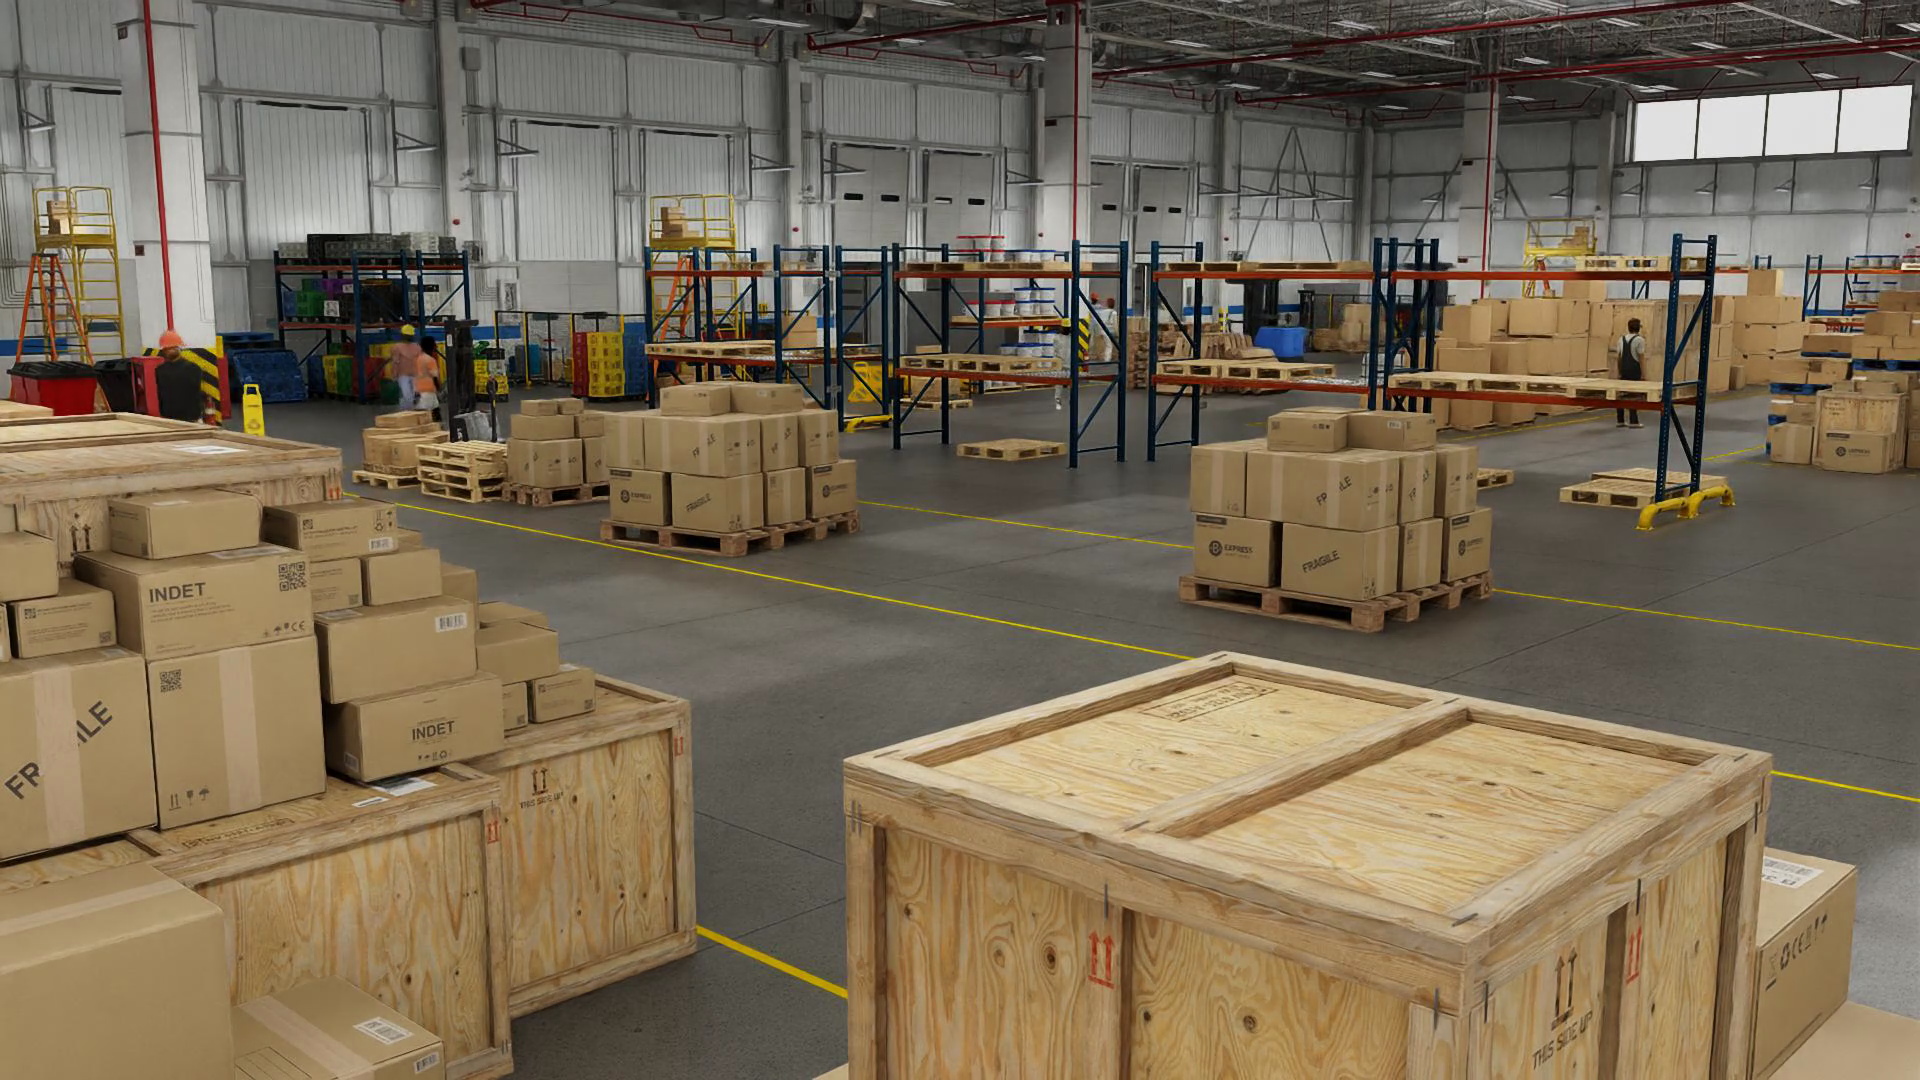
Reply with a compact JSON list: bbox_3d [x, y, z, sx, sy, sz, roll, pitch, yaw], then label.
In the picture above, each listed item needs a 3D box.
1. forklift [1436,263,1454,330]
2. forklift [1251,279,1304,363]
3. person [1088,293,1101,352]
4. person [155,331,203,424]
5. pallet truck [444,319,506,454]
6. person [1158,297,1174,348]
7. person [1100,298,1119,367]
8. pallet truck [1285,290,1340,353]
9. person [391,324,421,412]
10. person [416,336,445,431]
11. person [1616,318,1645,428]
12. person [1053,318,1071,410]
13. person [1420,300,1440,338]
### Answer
[{"bbox_3d":[13.551,-6.395,46.753,1.873,2.768,1.129,3,10,17],"label":"forklift"},{"bbox_3d":[8.301,-6.129,45.120,1.873,2.768,1.129,9,13,43],"label":"forklift"},{"bbox_3d":[4.127,-6.665,51.333,0.546,1.927,0.390,-5,10,-26],"label":"person"},{"bbox_3d":[-8.822,-1.350,18.665,0.616,1.955,0.955,2,9,9],"label":"person"},{"bbox_3d":[-6.981,-1.942,22.150,1.885,1.965,0.823,1,9,9],"label":"pallet truck"},{"bbox_3d":[5.271,-5.364,43.358,0.660,1.923,0.431,-2,9,-11],"label":"person"},{"bbox_3d":[4.118,-5.600,44.987,0.667,1.859,0.605,-6,11,-35],"label":"person"},{"bbox_3d":[11.297,-6.951,52.861,1.885,1.965,0.823,-5,11,-29],"label":"pallet truck"},{"bbox_3d":[-9.161,-2.708,27.594,0.430,1.745,0.535,6,11,32],"label":"person"},{"bbox_3d":[-8.043,-2.250,25.103,0.883,1.651,0.546,-6,11,-34],"label":"person"},{"bbox_3d":[11.207,-2.783,27.771,0.344,1.847,0.504,-6,11,-32],"label":"person"},{"bbox_3d":[1.994,-3.314,31.368,0.484,1.737,0.322,0,9,2],"label":"person"},{"bbox_3d":[12.502,-5.564,44.634,0.926,1.902,0.661,-4,10,-24],"label":"person"}]
